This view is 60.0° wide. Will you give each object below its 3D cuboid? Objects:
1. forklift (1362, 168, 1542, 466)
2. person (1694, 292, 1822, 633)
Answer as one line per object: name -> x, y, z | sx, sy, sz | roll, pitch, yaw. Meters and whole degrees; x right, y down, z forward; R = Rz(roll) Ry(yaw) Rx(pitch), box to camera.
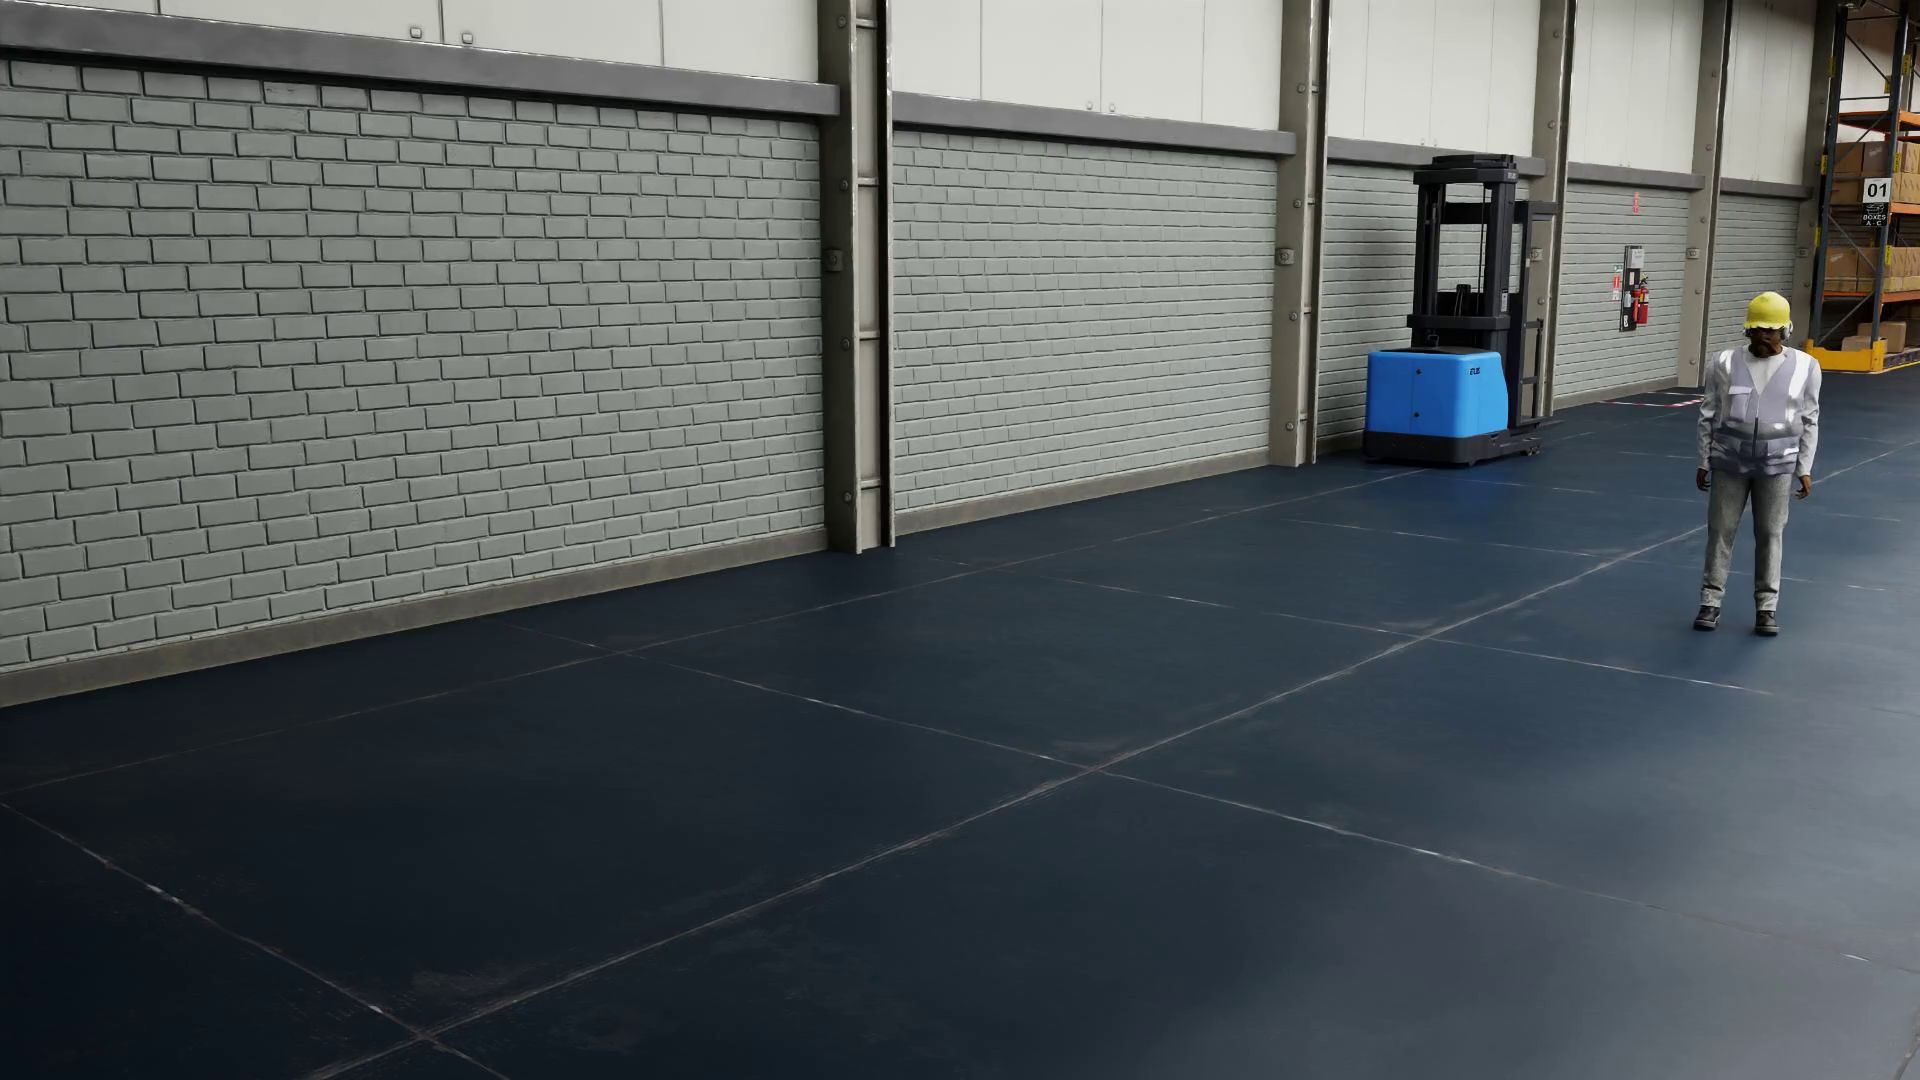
forklift -> 4.875, -2.212, 16.287 | 1.129, 2.768, 1.873 | 8, 13, 40
person -> 4.266, -0.413, 8.933 | 0.589, 1.822, 0.403 | 5, 11, 26
